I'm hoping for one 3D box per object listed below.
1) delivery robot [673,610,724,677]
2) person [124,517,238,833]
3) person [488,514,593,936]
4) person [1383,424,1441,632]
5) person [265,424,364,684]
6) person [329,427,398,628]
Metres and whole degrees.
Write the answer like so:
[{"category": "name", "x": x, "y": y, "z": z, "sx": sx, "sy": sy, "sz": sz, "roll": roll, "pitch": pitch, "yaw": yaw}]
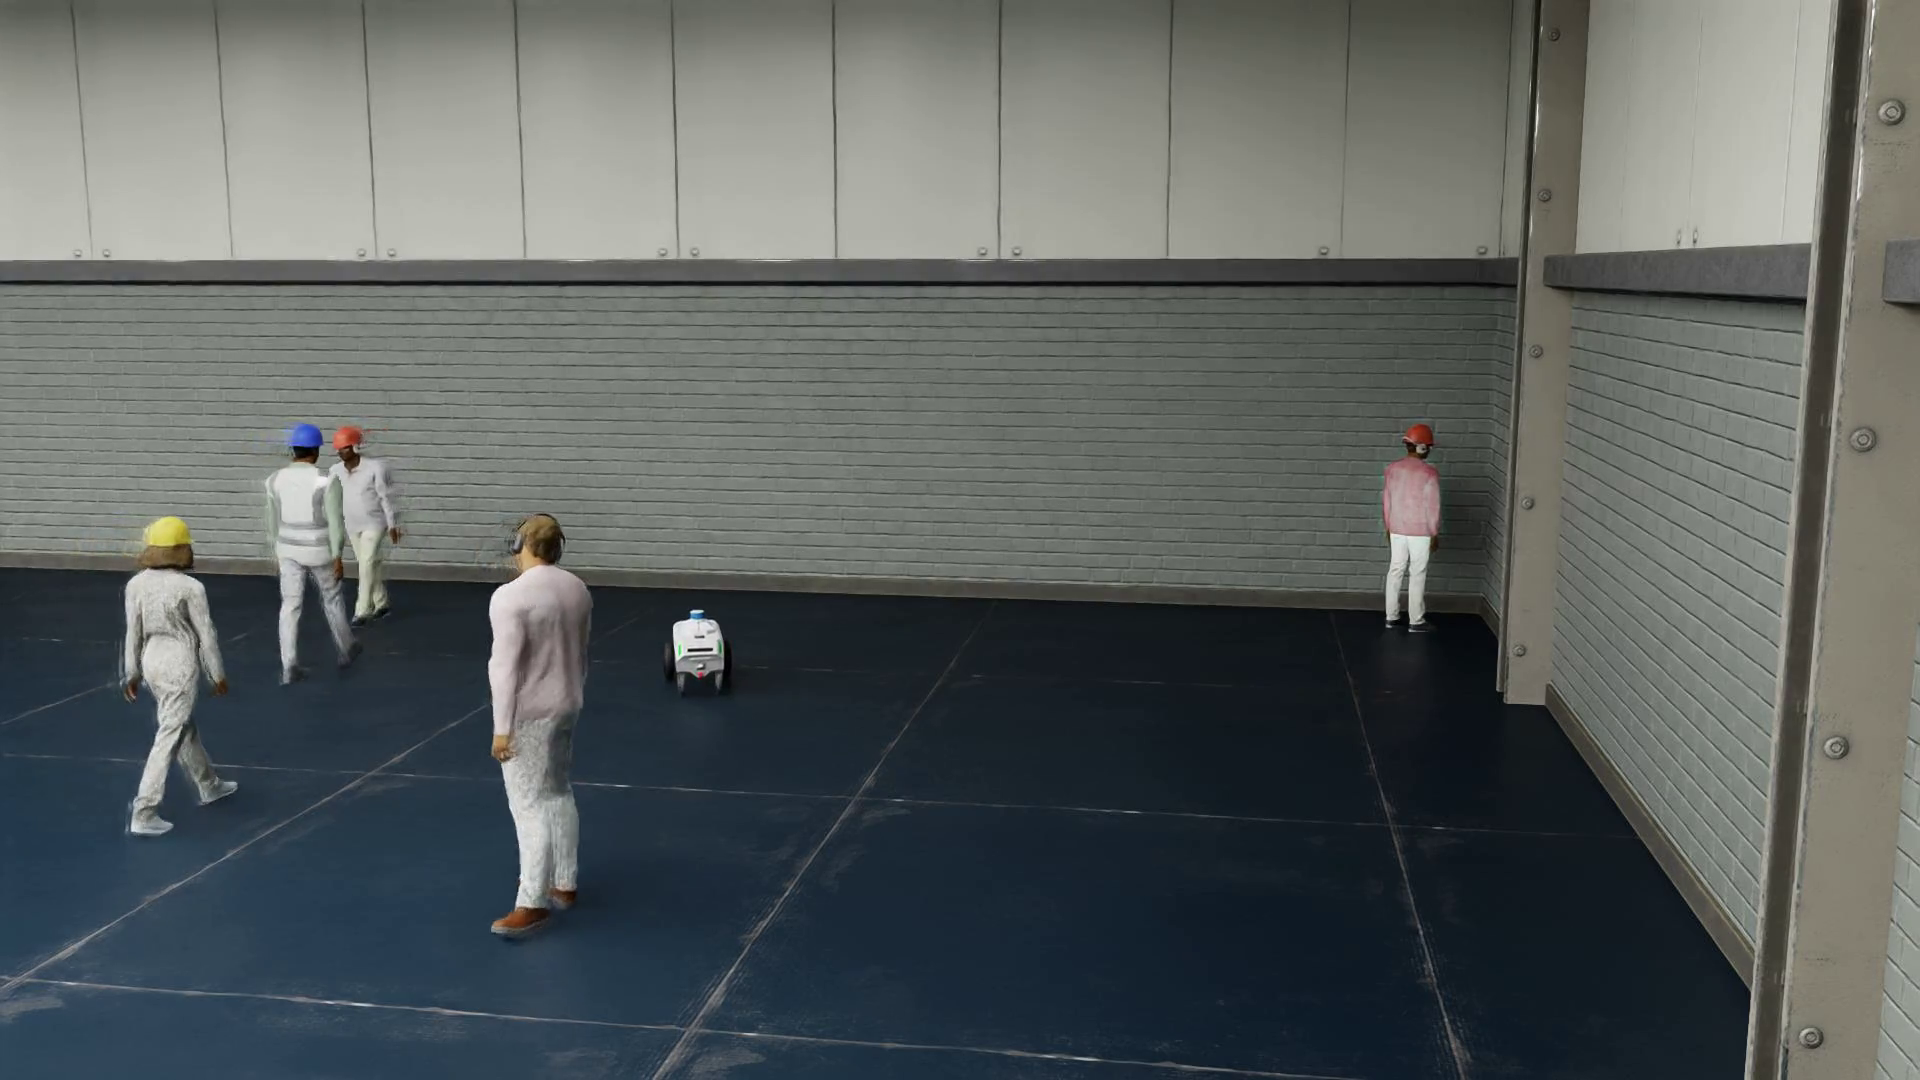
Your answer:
[{"category": "delivery robot", "x": -1.911, "y": 0.754, "z": 12.128, "sx": 0.477, "sy": 0.478, "sz": 0.707, "roll": -2, "pitch": 9, "yaw": -11}, {"category": "person", "x": -4.319, "y": 0.719, "z": 9.137, "sx": 0.503, "sy": 1.695, "sz": 0.909, "roll": 3, "pitch": 10, "yaw": 17}, {"category": "person", "x": -1.995, "y": 0.846, "z": 7.776, "sx": 0.363, "sy": 1.891, "sz": 0.849, "roll": 3, "pitch": 10, "yaw": 19}, {"category": "person", "x": 3.828, "y": -0.105, "z": 14.031, "sx": 0.340, "sy": 1.747, "sz": 0.569, "roll": -6, "pitch": 11, "yaw": -33}, {"category": "person", "x": -4.866, "y": 0.074, "z": 12.475, "sx": 0.637, "sy": 1.892, "sz": 0.999, "roll": 1, "pitch": 9, "yaw": 6}, {"category": "person", "x": -5.145, "y": -0.114, "z": 14.198, "sx": 0.577, "sy": 1.707, "sz": 0.826, "roll": 3, "pitch": 10, "yaw": 17}]
